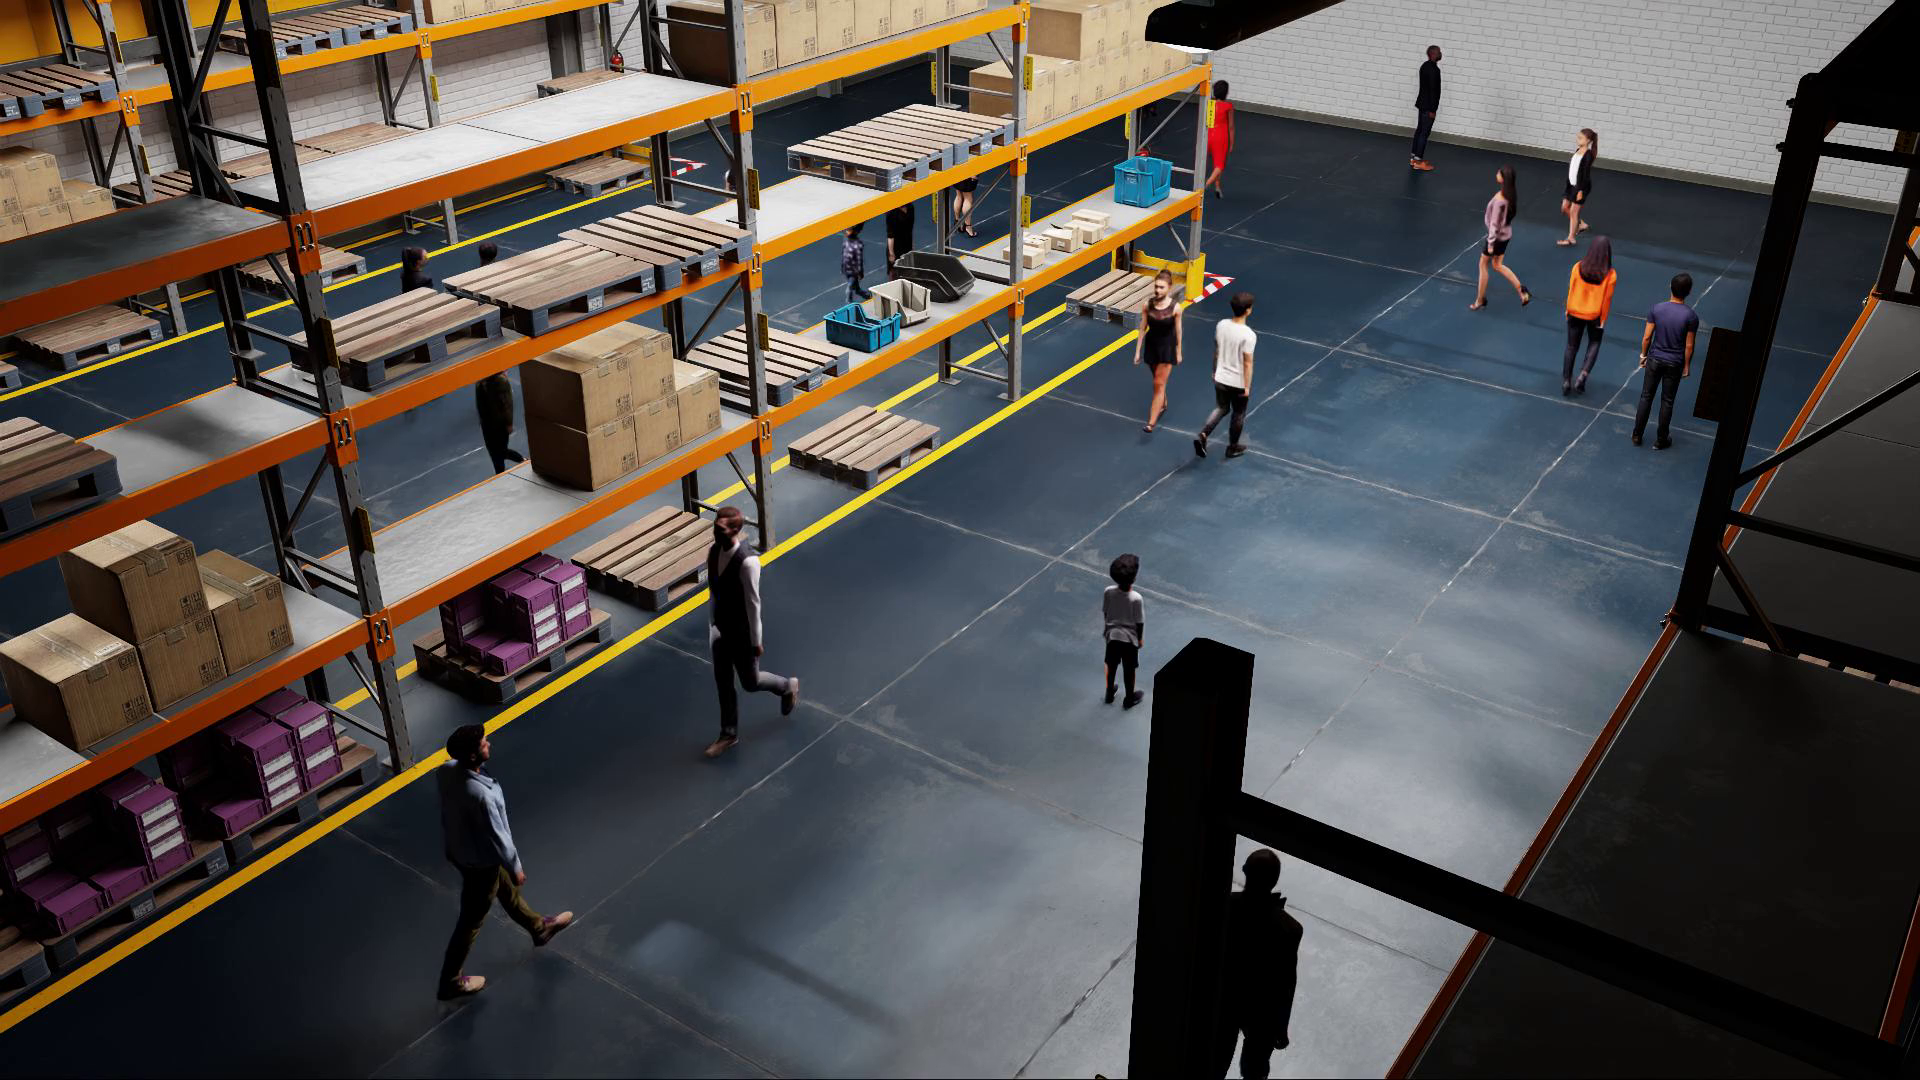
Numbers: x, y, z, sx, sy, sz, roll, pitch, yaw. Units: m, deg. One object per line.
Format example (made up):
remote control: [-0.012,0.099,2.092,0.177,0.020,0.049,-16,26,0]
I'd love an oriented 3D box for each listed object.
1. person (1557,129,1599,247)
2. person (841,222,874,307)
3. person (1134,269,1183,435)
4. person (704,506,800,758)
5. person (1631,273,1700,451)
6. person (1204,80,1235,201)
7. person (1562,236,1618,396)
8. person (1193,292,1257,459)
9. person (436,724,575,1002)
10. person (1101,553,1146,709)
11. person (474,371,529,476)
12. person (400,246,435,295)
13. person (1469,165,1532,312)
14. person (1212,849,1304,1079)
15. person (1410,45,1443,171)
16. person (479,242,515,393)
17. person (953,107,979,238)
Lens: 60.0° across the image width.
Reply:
person: [8.216,-4.646,21.895,0.803,1.547,0.741,-5,29,-10]
person: [-1.216,-3.203,19.580,0.904,1.231,0.678,-18,34,-30]
person: [2.053,-1.937,16.840,0.688,1.631,1.118,14,31,23]
person: [-1.537,0.610,11.875,0.768,1.915,1.104,25,37,38]
person: [6.927,-1.755,16.338,0.645,1.793,0.527,17,33,28]
person: [3.585,-5.563,23.400,0.630,1.714,0.995,22,35,34]
person: [6.537,-2.316,17.424,0.627,1.738,0.592,16,32,27]
person: [2.570,-1.552,16.061,0.997,1.701,0.784,-21,35,-33]
person: [-2.872,1.907,9.657,1.260,1.762,0.951,-19,34,-31]
person: [1.215,0.676,12.436,0.498,1.261,0.507,15,32,26]
person: [-4.289,-1.144,15.556,0.593,1.469,0.704,19,34,31]
person: [-5.605,-2.193,17.247,0.720,1.691,0.977,10,30,18]
person: [6.400,-3.488,19.515,0.759,1.793,0.924,23,36,35]
person: [1.428,2.426,8.594,0.839,1.869,1.299,13,31,23]
person: [7.037,-6.533,25.072,0.850,1.817,0.743,1,29,1]
person: [-4.841,-2.192,17.174,0.693,1.759,0.721,11,31,19]
person: [0.064,-4.914,22.214,0.746,1.712,0.747,-16,32,-26]
